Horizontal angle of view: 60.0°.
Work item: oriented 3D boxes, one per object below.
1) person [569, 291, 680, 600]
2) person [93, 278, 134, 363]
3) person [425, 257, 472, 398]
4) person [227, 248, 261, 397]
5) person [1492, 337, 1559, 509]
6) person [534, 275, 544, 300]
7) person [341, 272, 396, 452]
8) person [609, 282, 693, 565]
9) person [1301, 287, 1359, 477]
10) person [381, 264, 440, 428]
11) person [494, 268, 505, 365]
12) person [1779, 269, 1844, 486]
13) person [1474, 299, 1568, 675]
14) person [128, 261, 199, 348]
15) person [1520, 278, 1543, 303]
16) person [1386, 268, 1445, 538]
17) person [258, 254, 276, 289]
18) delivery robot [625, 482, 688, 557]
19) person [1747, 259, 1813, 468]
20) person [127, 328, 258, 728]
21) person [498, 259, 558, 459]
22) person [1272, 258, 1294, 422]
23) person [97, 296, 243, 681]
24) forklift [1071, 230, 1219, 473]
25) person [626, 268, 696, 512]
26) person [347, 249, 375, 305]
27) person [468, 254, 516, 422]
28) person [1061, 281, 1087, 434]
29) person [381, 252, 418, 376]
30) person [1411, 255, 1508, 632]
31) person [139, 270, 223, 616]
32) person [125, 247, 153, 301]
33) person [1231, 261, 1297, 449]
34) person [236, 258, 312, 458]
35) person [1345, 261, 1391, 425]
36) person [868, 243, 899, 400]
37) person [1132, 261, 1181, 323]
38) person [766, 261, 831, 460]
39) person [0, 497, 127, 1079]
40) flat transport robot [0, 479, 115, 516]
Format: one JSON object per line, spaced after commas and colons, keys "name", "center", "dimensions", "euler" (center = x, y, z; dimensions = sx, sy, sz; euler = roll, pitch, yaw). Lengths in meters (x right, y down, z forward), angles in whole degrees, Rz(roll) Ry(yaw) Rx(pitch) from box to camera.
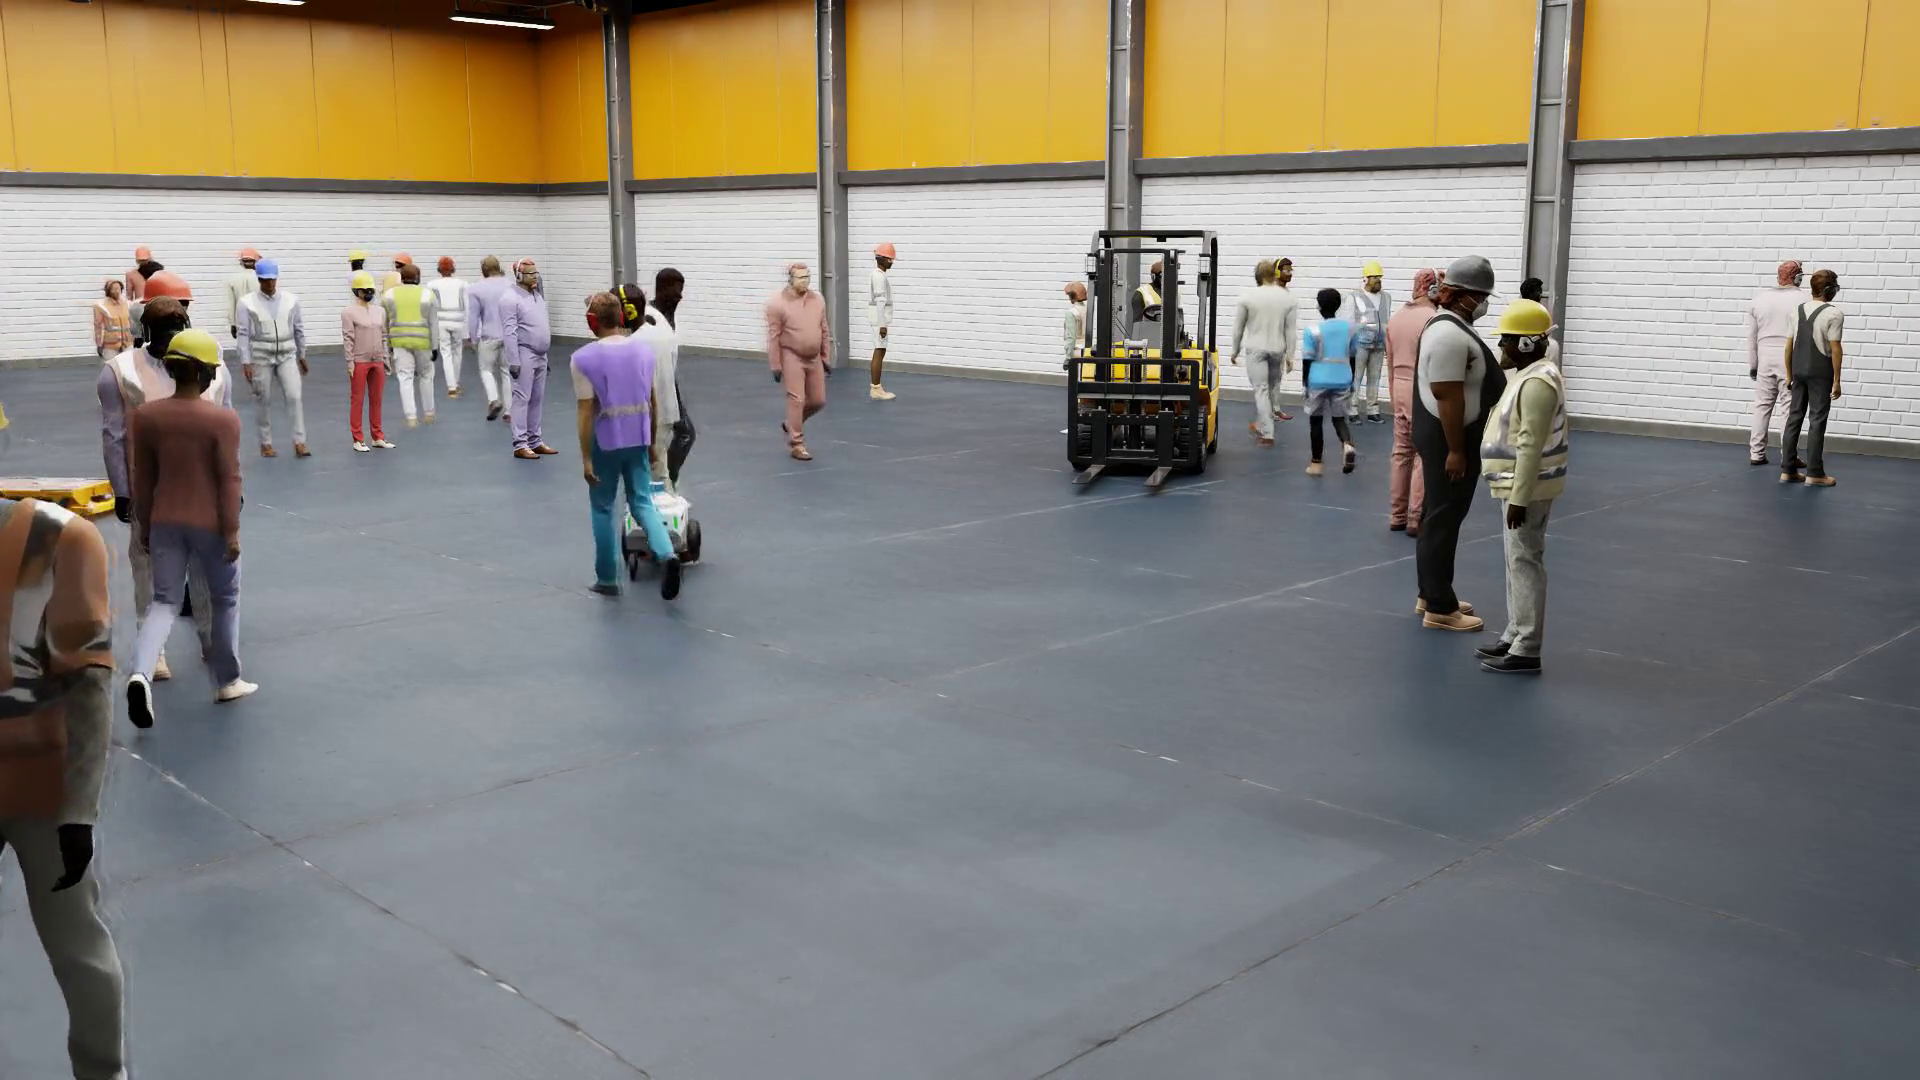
{"name": "person", "center": [-1.946, -0.531, 9.672], "dimensions": [0.595, 1.816, 0.788], "euler": [-9, 14, -40]}
{"name": "person", "center": [-10.271, -2.370, 20.237], "dimensions": [0.610, 1.622, 0.522], "euler": [10, 14, 42]}
{"name": "person", "center": [-6.810, -2.826, 22.105], "dimensions": [0.606, 1.832, 0.951], "euler": [-5, 11, -25]}
{"name": "person", "center": [-9.375, -2.910, 22.249], "dimensions": [0.620, 1.959, 0.921], "euler": [0, 10, 3]}
{"name": "person", "center": [4.417, -1.061, 13.073], "dimensions": [0.520, 1.627, 0.439], "euler": [4, 11, 21]}
{"name": "person", "center": [-8.334, -4.599, 32.332], "dimensions": [0.497, 1.634, 0.279], "euler": [0, 10, -2]}
{"name": "person", "center": [-5.883, -1.766, 16.527], "dimensions": [0.308, 1.769, 0.525], "euler": [6, 12, 30]}
{"name": "person", "center": [-2.018, -0.732, 10.695], "dimensions": [0.639, 1.831, 0.598], "euler": [2, 11, 13]}
{"name": "person", "center": [3.252, -1.367, 14.558], "dimensions": [0.542, 1.680, 0.520], "euler": [-2, 11, -10]}
{"name": "person", "center": [-6.158, -2.191, 18.738], "dimensions": [0.619, 1.798, 0.891], "euler": [-2, 11, -11]}
{"name": "person", "center": [-7.628, -3.701, 27.538], "dimensions": [0.533, 1.588, 0.853], "euler": [1, 10, 6]}
{"name": "person", "center": [7.290, -1.380, 14.203], "dimensions": [0.327, 1.843, 0.514], "euler": [-5, 12, -25]}
{"name": "person", "center": [2.748, -0.258, 8.148], "dimensions": [0.403, 1.827, 0.588], "euler": [3, 11, 15]}
{"name": "person", "center": [-7.491, -1.692, 15.782], "dimensions": [0.671, 1.889, 0.993], "euler": [-3, 11, -18]}
{"name": "person", "center": [5.962, -1.914, 17.543], "dimensions": [0.320, 1.689, 0.529], "euler": [3, 11, 17]}
{"name": "person", "center": [3.283, -0.969, 11.839], "dimensions": [0.427, 1.915, 0.677], "euler": [-3, 11, -18]}
{"name": "person", "center": [-11.347, -3.708, 26.937], "dimensions": [0.603, 1.828, 1.001], "euler": [-7, 12, -33]}
{"name": "delivery robot", "center": [-1.933, -0.127, 10.624], "dimensions": [0.477, 0.478, 0.707], "euler": [-1, 11, -5]}
{"name": "person", "center": [7.583, -1.615, 15.314], "dimensions": [0.407, 1.910, 0.639], "euler": [-8, 13, -36]}
{"name": "person", "center": [-3.426, -0.057, 7.321], "dimensions": [0.534, 1.735, 0.809], "euler": [1, 10, 6]}
{"name": "person", "center": [-4.136, -1.740, 15.997], "dimensions": [0.409, 1.907, 0.651], "euler": [3, 11, 15]}
{"name": "person", "center": [3.685, -2.302, 19.159], "dimensions": [0.327, 1.874, 0.521], "euler": [7, 12, 34]}
{"name": "person", "center": [-3.804, -0.256, 8.083], "dimensions": [0.619, 1.845, 0.430], "euler": [-9, 14, -41]}
{"name": "forklift", "center": [1.804, -1.825, 15.677], "dimensions": [1.214, 2.155, 2.313], "euler": [2, 11, 13]}
{"name": "person", "center": [-2.314, -1.143, 12.814], "dimensions": [0.616, 1.876, 0.737], "euler": [1, 10, 8]}
{"name": "person", "center": [-9.159, -3.473, 25.407], "dimensions": [0.401, 1.913, 0.622], "euler": [3, 11, 17]}
{"name": "person", "center": [-5.237, -2.277, 18.911], "dimensions": [0.658, 1.921, 0.484], "euler": [-6, 12, -28]}
{"name": "person", "center": [1.274, -1.955, 17.903], "dimensions": [0.312, 1.639, 0.512], "euler": [6, 12, 31]}
{"name": "person", "center": [-8.507, -3.347, 24.834], "dimensions": [0.638, 1.888, 0.893], "euler": [5, 12, 27]}
{"name": "person", "center": [2.741, -0.541, 9.093], "dimensions": [0.535, 2.000, 0.674], "euler": [2, 11, 11]}
{"name": "person", "center": [-4.381, -0.538, 9.358], "dimensions": [0.374, 1.935, 0.552], "euler": [3, 11, 15]}
{"name": "person", "center": [-12.518, -3.539, 25.716], "dimensions": [0.622, 1.934, 1.009], "euler": [-6, 12, -30]}
{"name": "person", "center": [3.093, -1.896, 16.975], "dimensions": [0.616, 1.875, 1.022], "euler": [-2, 11, -13]}
{"name": "person", "center": [-6.510, -1.708, 15.821], "dimensions": [0.677, 1.906, 0.879], "euler": [-8, 13, -37]}
{"name": "person", "center": [4.634, -2.226, 18.837], "dimensions": [0.595, 1.837, 0.404], "euler": [-4, 11, -20]}
{"name": "person", "center": [-0.990, -2.834, 21.620], "dimensions": [0.398, 2.030, 0.615], "euler": [-1, 10, -6]}
{"name": "person", "center": [2.225, -2.192, 18.641], "dimensions": [0.634, 1.841, 0.429], "euler": [-5, 12, -27]}
{"name": "person", "center": [-1.569, -1.723, 15.961], "dimensions": [0.678, 1.888, 0.576], "euler": [-9, 14, -42]}
{"name": "person", "center": [-2.119, 0.550, 3.582], "dimensions": [0.595, 1.884, 0.858], "euler": [-1, 10, -4]}
{"name": "flat transport robot", "center": [-7.196, -0.339, 12.821], "dimensions": [1.431, 0.197, 0.652], "euler": [1, 11, 4]}
